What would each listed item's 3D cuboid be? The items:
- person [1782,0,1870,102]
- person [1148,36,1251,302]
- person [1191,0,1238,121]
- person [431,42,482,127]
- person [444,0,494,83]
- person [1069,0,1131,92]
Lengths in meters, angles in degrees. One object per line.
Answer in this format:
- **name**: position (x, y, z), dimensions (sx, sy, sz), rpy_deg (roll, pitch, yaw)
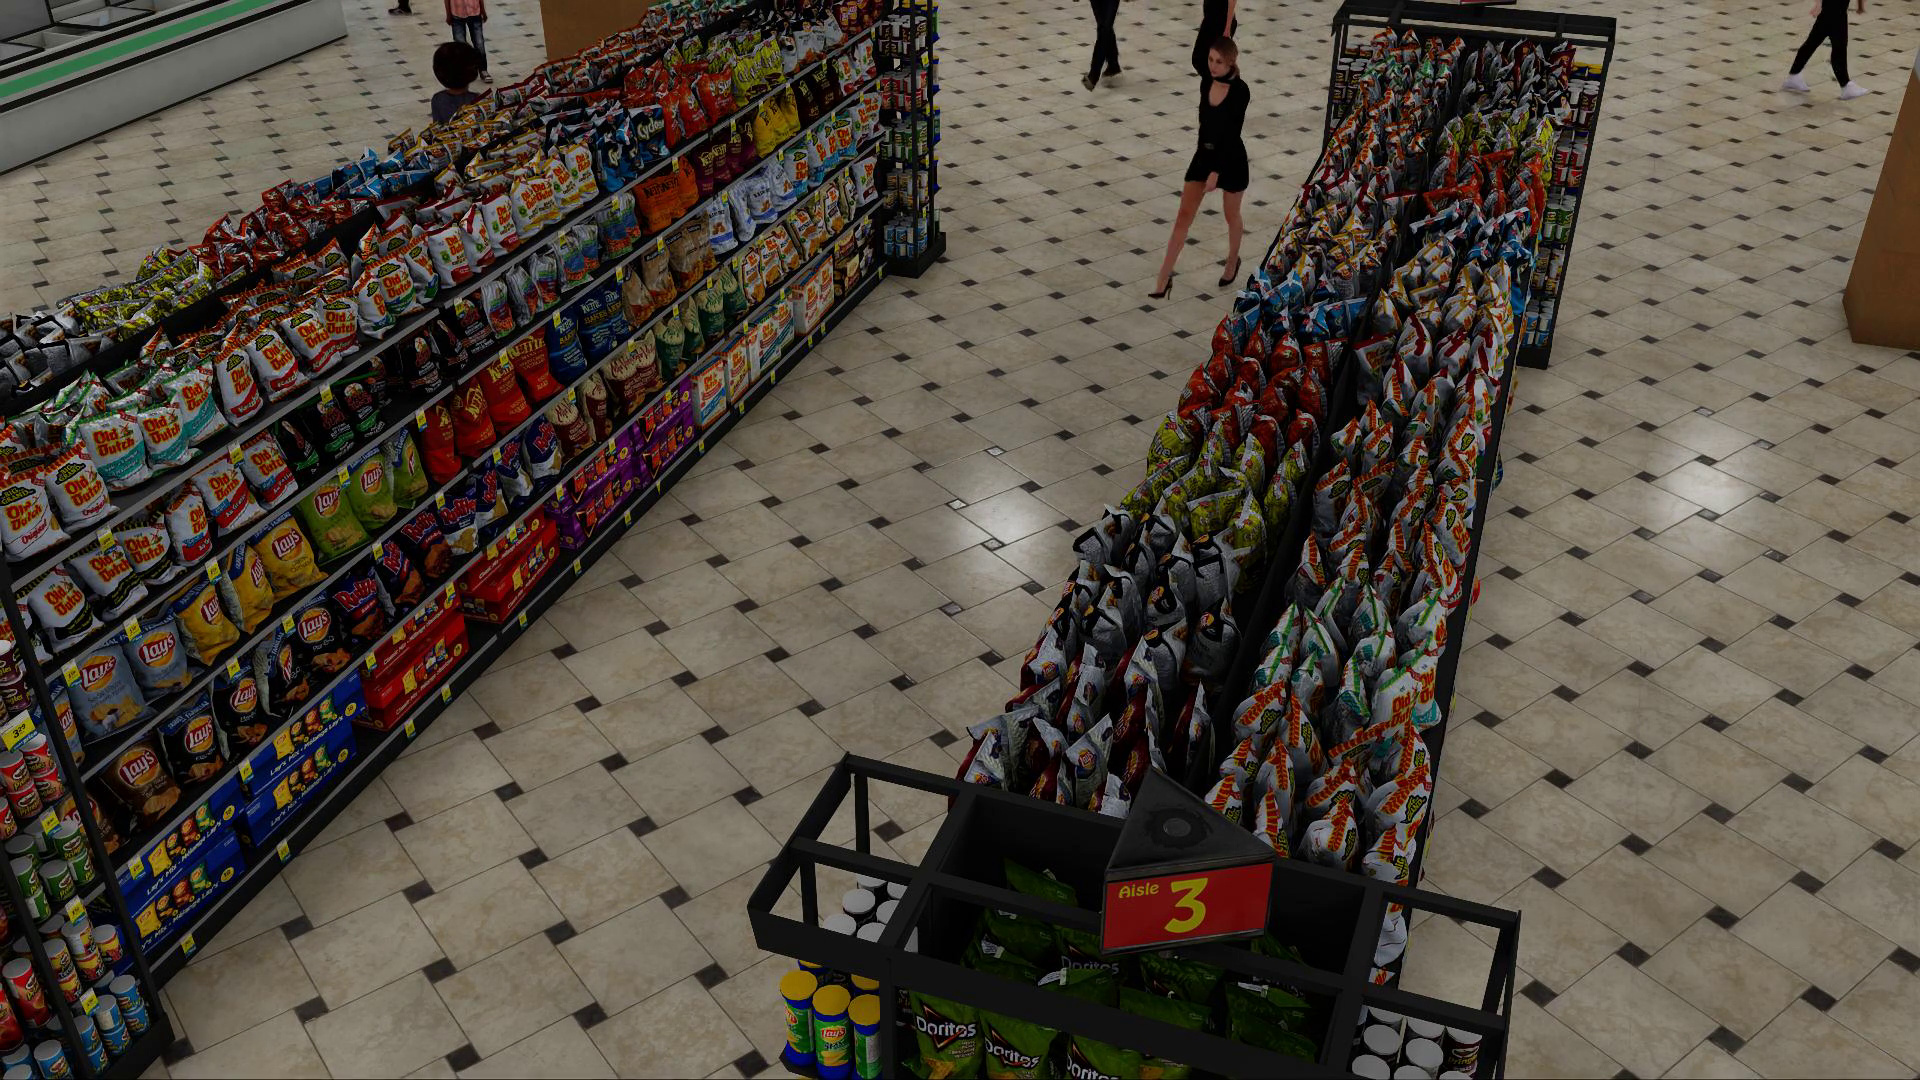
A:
- **person**: position (7.593, -4.702, 14.567), dimensions (1.052, 1.606, 1.036), rpy_deg (-19, 37, -28)
- **person**: position (1.732, -2.382, 10.729), dimensions (0.870, 1.721, 1.203), rpy_deg (27, 41, 36)
- **person**: position (2.236, -4.343, 14.004), dimensions (0.781, 1.590, 0.724), rpy_deg (-15, 35, -23)
- **person**: position (-3.112, -2.312, 10.626), dimensions (0.611, 1.712, 0.551), rpy_deg (7, 33, 11)
- **person**: position (-4.454, -4.786, 14.984), dimensions (0.580, 1.307, 0.628), rpy_deg (-11, 34, -17)
- **person**: position (1.329, -4.917, 14.787), dimensions (0.786, 1.739, 1.156), rpy_deg (16, 35, 24)
